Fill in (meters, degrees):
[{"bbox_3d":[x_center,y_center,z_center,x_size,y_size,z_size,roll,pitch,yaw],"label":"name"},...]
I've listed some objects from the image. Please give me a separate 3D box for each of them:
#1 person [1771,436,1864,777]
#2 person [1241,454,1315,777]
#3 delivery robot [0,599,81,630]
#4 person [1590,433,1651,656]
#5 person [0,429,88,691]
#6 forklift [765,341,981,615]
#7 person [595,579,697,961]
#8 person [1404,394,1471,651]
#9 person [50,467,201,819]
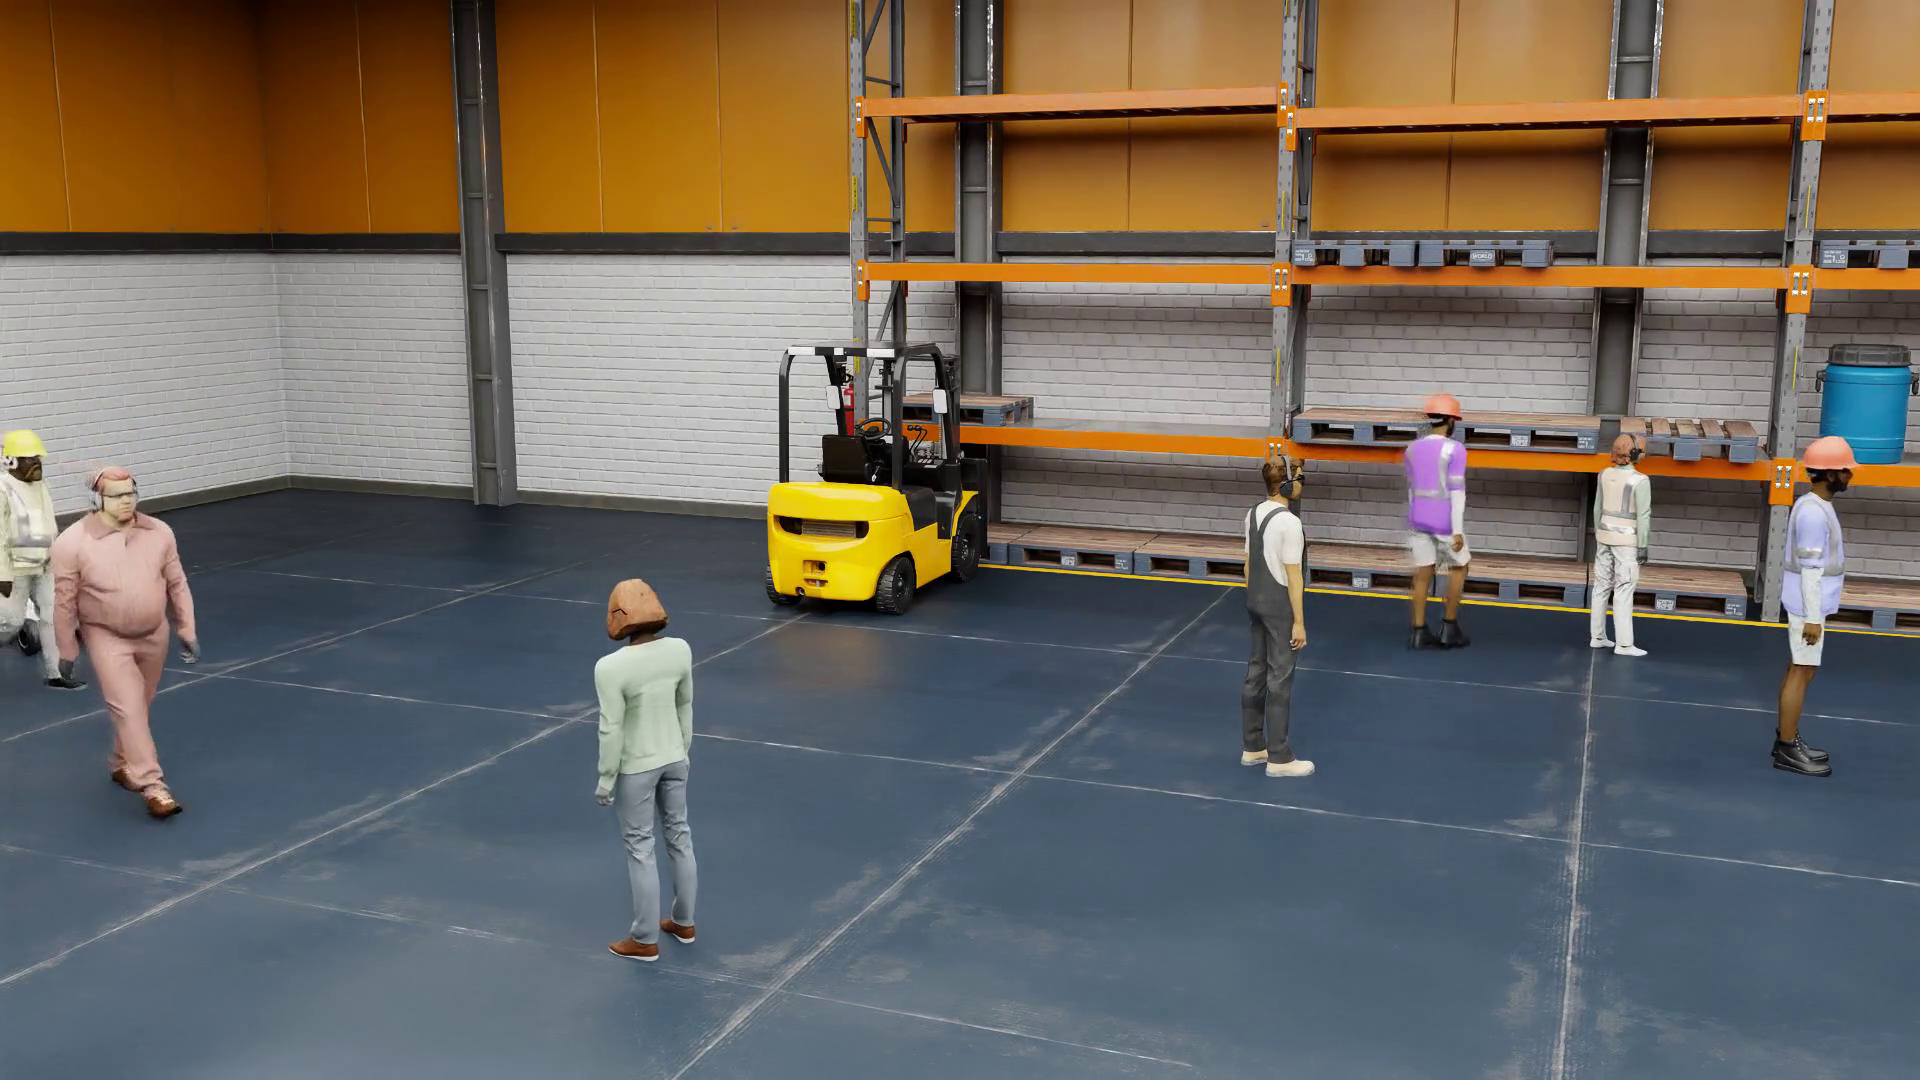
[{"bbox_3d":[4.907,0.371,9.534,0.359,1.937,0.552,5,11,26],"label":"person"},{"bbox_3d":[1.811,0.425,9.497,0.346,1.846,0.505,-4,11,-23],"label":"person"},{"bbox_3d":[-6.911,0.485,12.498,0.707,0.478,0.477,8,13,36],"label":"delivery robot"},{"bbox_3d":[4.866,0.032,12.257,0.314,1.641,0.515,-4,11,-20],"label":"person"},{"bbox_3d":[-6.364,0.148,11.160,0.784,1.805,0.605,1,10,6],"label":"person"},{"bbox_3d":[-0.739,-0.602,14.246,1.214,2.155,2.313,4,11,21],"label":"forklift"},{"bbox_3d":[-1.336,0.968,7.060,0.289,1.633,0.501,8,13,39],"label":"person"},{"bbox_3d":[3.594,-0.132,12.421,0.635,1.905,0.573,-7,12,-35],"label":"person"},{"bbox_3d":[-4.441,0.528,8.913,1.004,1.853,0.653,7,12,35],"label":"person"}]
